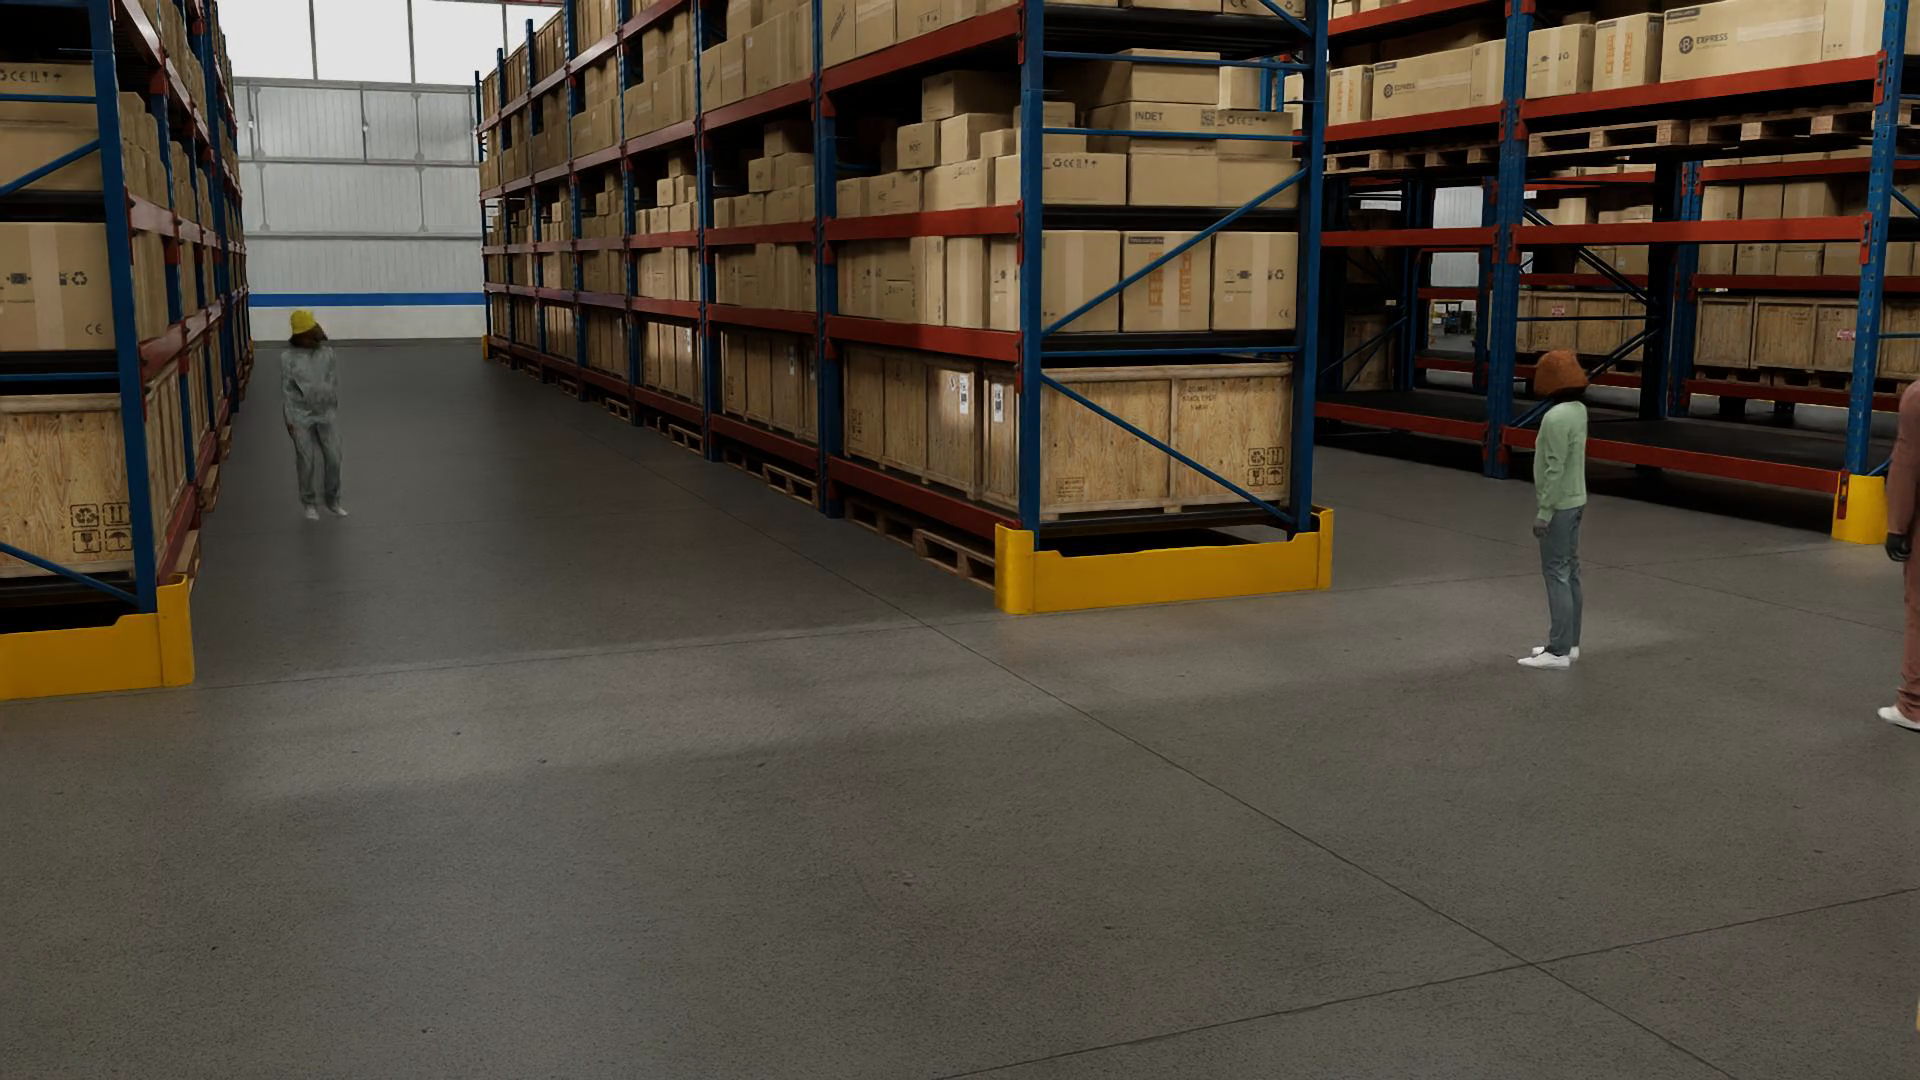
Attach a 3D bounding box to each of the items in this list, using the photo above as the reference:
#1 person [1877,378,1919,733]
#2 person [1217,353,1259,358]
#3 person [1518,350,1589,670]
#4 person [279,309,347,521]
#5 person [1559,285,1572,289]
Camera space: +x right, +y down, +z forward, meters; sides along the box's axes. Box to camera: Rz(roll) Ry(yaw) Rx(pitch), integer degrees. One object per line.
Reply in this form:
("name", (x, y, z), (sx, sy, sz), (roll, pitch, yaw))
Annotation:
("person", (4.391, -0.084, 7.311), (0.651, 1.898, 0.395), (1, 10, 5))
("person", (2.990, -1.797, 17.814), (0.597, 1.817, 0.433), (-4, 10, -24))
("person", (3.051, -0.154, 8.515), (0.282, 1.631, 0.504), (7, 12, 34))
("person", (-5.184, -0.987, 13.277), (0.498, 1.702, 0.532), (-9, 13, -42))
("person", (10.203, -3.464, 28.060), (0.547, 1.725, 0.872), (-3, 10, -19))
